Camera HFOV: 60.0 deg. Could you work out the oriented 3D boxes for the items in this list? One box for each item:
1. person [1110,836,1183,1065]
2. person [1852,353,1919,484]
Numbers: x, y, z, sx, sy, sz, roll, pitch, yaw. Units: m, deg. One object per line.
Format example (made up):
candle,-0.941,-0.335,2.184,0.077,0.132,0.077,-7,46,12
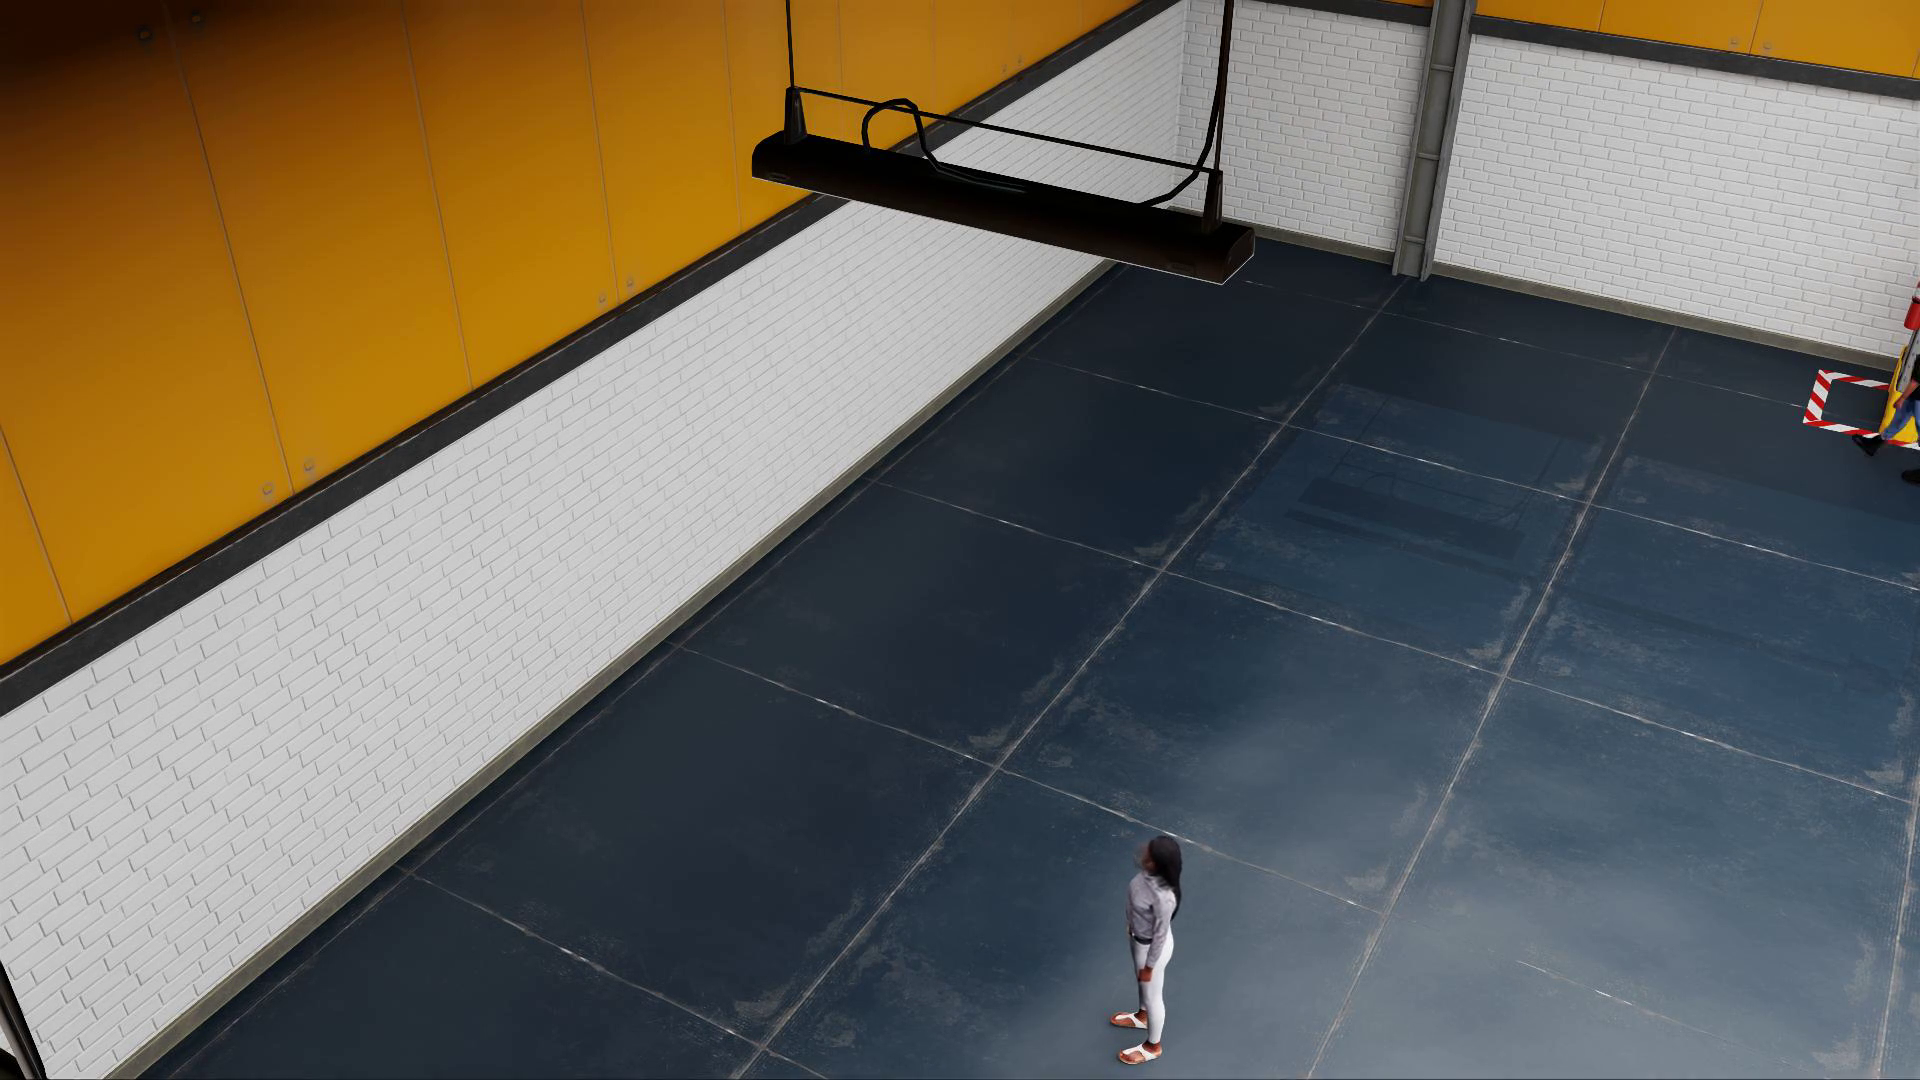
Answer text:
person,1.125,2.395,9.856,0.701,1.725,0.674,-3,34,-4
person,9.054,-1.277,15.439,0.847,1.661,1.150,-26,41,-33
